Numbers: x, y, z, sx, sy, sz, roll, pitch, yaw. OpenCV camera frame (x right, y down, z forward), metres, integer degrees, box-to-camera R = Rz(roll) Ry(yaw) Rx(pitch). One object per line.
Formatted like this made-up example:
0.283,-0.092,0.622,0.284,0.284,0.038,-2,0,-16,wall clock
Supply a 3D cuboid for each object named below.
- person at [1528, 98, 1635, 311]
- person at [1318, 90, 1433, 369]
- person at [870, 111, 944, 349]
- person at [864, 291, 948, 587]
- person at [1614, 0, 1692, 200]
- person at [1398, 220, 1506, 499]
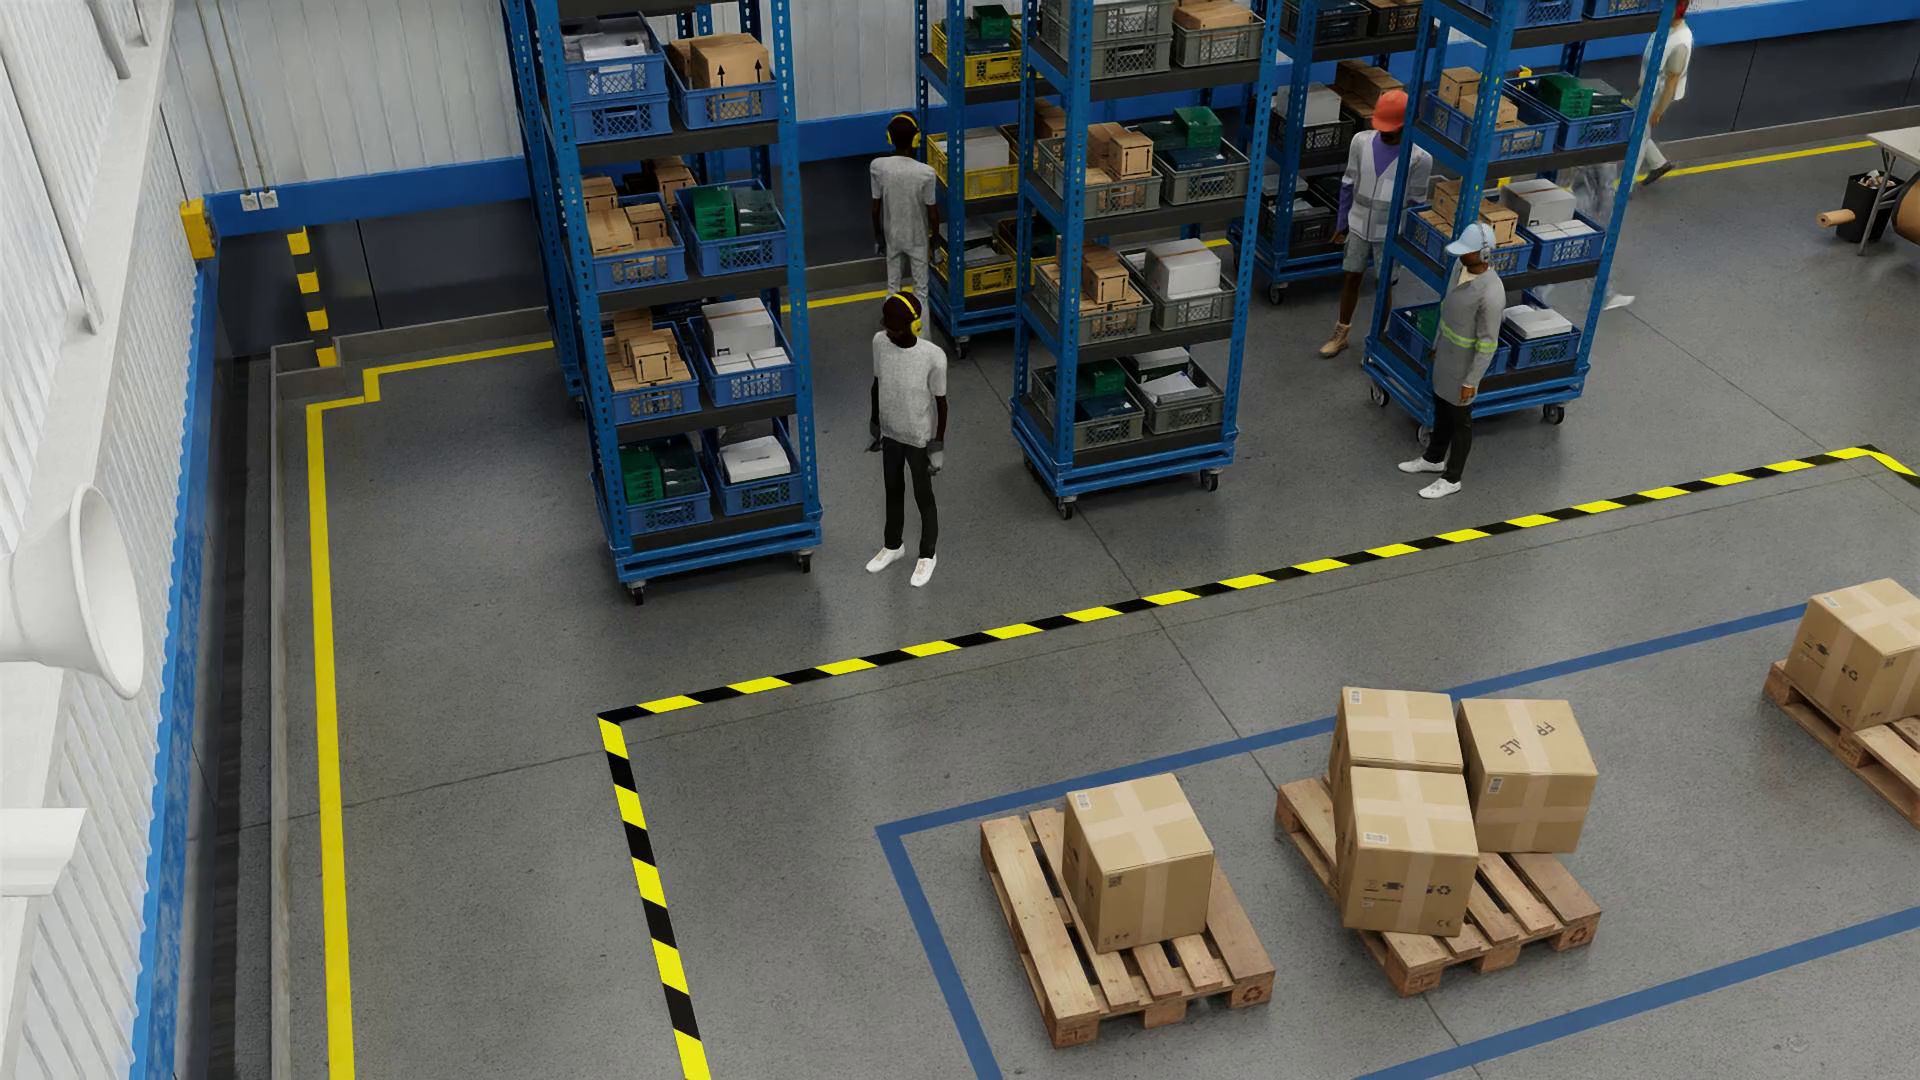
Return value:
4.703,-2.397,12.210,0.879,1.703,0.490,6,36,8,person
2.889,-2.151,11.577,0.605,2.034,0.388,22,41,28,person
-0.362,-2.086,11.620,0.509,1.876,0.329,11,37,15,person
-0.310,-0.575,9.487,0.517,1.865,0.328,19,39,25,person
5.842,-3.748,14.010,0.582,1.828,0.618,3,35,4,person
3.051,-1.113,10.260,0.390,1.851,0.586,-5,36,-7,person
